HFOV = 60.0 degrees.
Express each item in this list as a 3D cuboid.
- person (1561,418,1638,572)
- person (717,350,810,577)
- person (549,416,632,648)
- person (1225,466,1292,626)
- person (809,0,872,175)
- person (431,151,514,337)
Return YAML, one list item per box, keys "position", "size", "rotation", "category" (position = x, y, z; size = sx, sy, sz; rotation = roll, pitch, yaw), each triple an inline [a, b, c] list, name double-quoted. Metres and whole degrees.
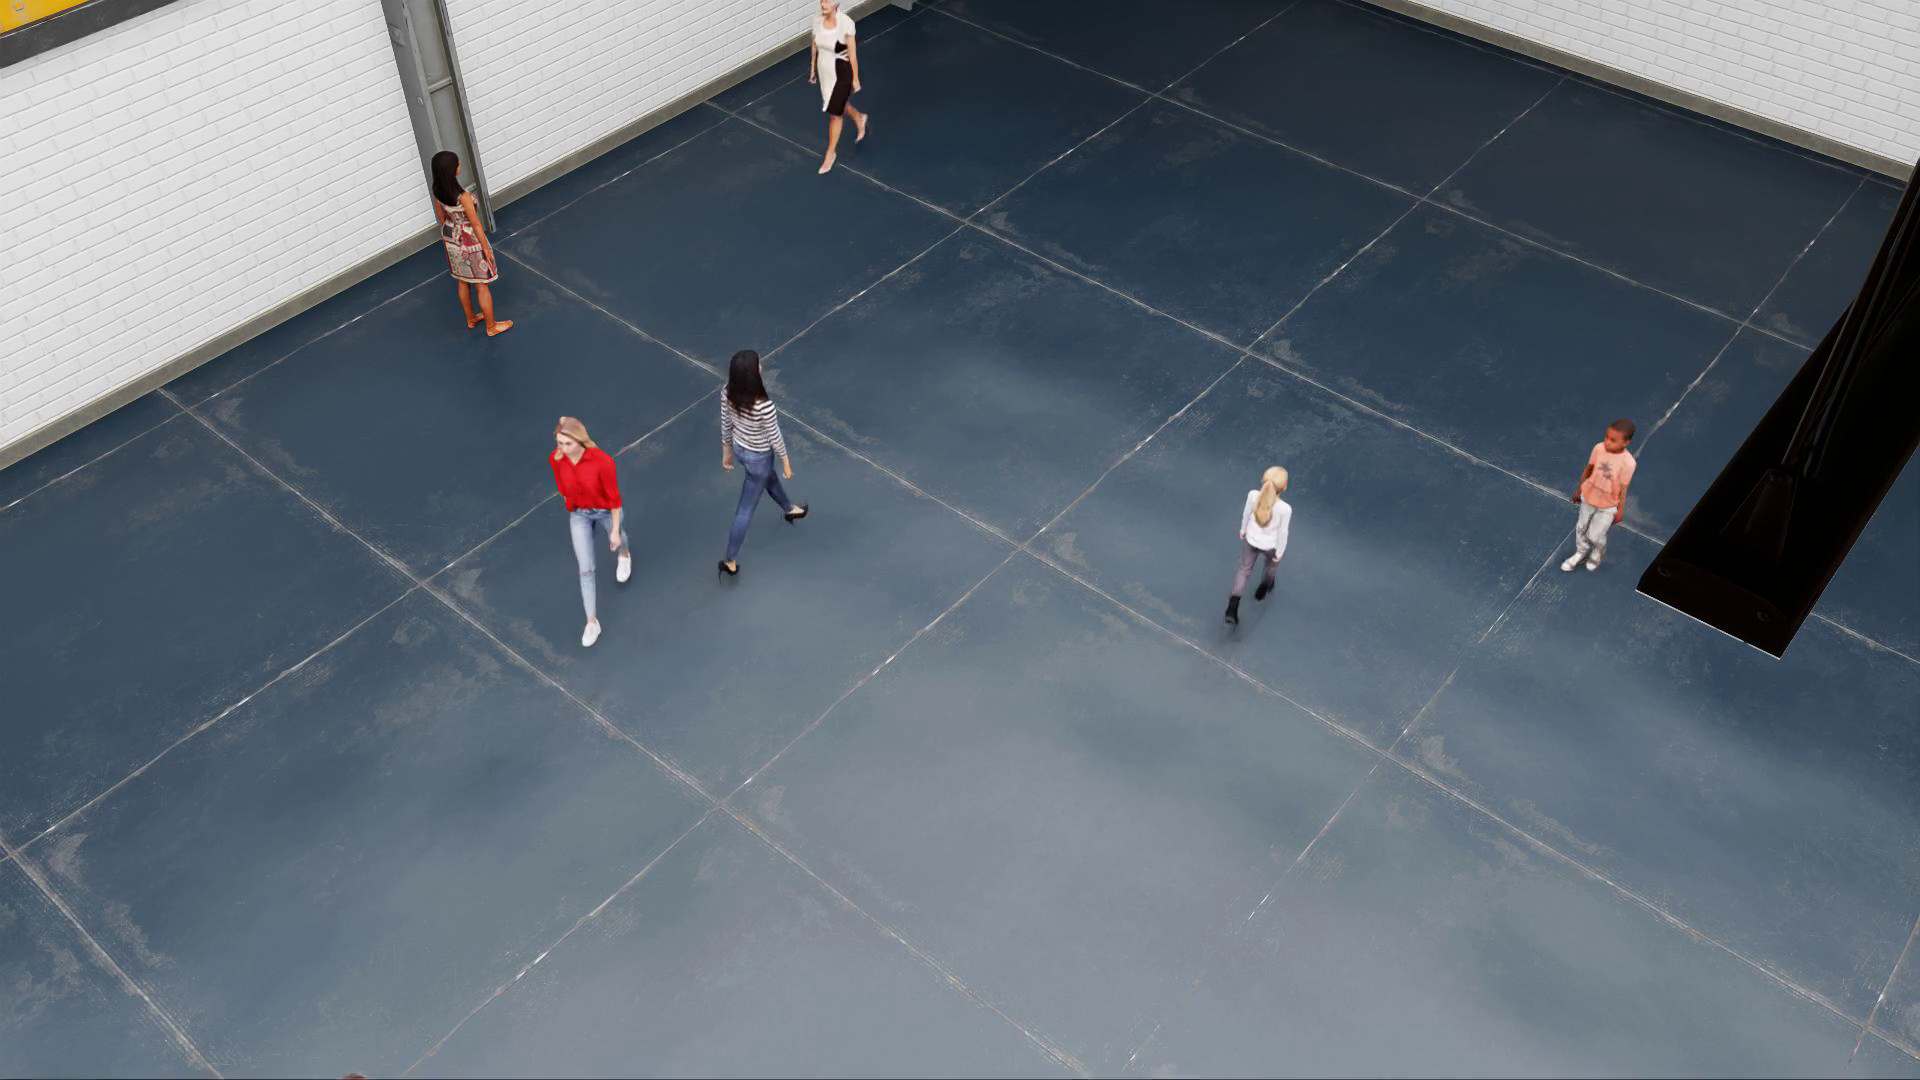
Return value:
- position: [4.439, -0.318, 11.388]
  size: [0.610, 1.305, 0.569]
  rotation: [-27, 50, -25]
  category: "person"
- position: [-1.441, -0.463, 11.227]
  size: [0.657, 1.738, 1.164]
  rotation: [26, 50, 25]
  category: "person"
- position: [-2.380, -0.205, 11.025]
  size: [1.068, 1.643, 1.225]
  rotation: [2, 44, 3]
  category: "person"
- position: [1.974, 0.046, 11.039]
  size: [0.574, 1.259, 0.901]
  rotation: [23, 48, 22]
  category: "person"
- position: [-1.082, -4.280, 15.244]
  size: [0.696, 1.722, 1.083]
  rotation: [27, 50, 25]
  category: "person"
- position: [-3.960, -2.373, 13.299]
  size: [0.679, 1.645, 0.574]
  rotation: [23, 48, 22]
  category: "person"
